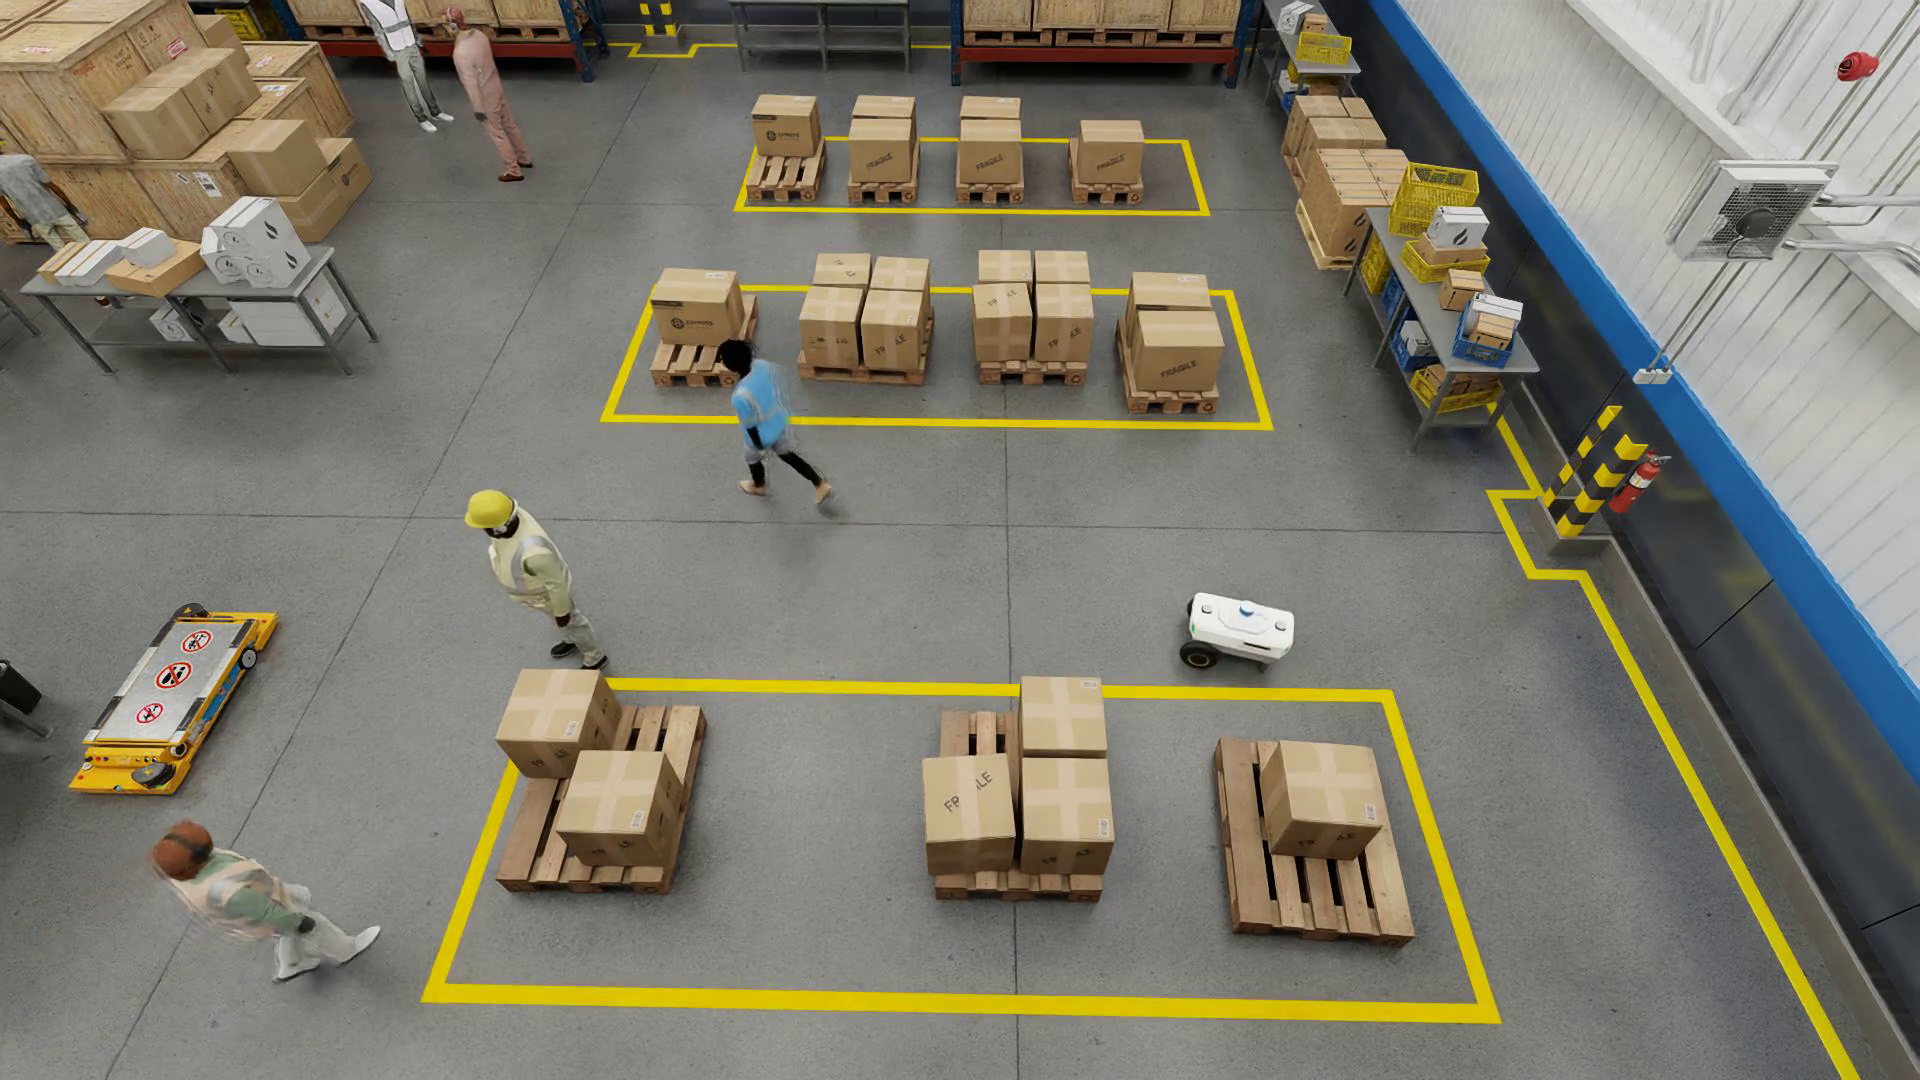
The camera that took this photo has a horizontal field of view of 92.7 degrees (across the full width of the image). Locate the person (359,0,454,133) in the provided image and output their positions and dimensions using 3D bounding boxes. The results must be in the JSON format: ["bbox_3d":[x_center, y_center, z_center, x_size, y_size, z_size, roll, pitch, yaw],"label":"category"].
[{"bbox_3d":[-6.993,-6.175,11.504,0.392,1.918,0.587,17,52,14],"label":"person"}]

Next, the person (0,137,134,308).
[{"bbox_3d":[-8.920,-3.150,8.979,0.514,1.865,0.329,-32,57,-24],"label":"person"}]

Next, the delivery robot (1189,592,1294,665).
[{"bbox_3d":[2.015,0.618,6.582,0.707,0.478,0.477,13,51,11],"label":"delivery robot"}]

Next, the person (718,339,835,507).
[{"bbox_3d":[-1.477,-0.867,7.180,0.816,1.653,0.525,17,52,14],"label":"person"}]

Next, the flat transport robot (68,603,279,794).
[{"bbox_3d":[-5.504,1.072,6.442,0.652,0.197,1.431,1,50,1],"label":"flat transport robot"}]

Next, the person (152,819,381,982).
[{"bbox_3d":[-3.672,1.933,4.828,0.540,1.629,0.365,22,53,18],"label":"person"}]

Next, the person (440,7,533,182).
[{"bbox_3d":[-5.518,-5.160,10.661,0.397,1.900,0.655,3,50,3],"label":"person"}]

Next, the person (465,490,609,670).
[{"bbox_3d":[-2.775,0.311,6.072,0.404,1.829,0.591,-34,58,-25],"label":"person"}]
